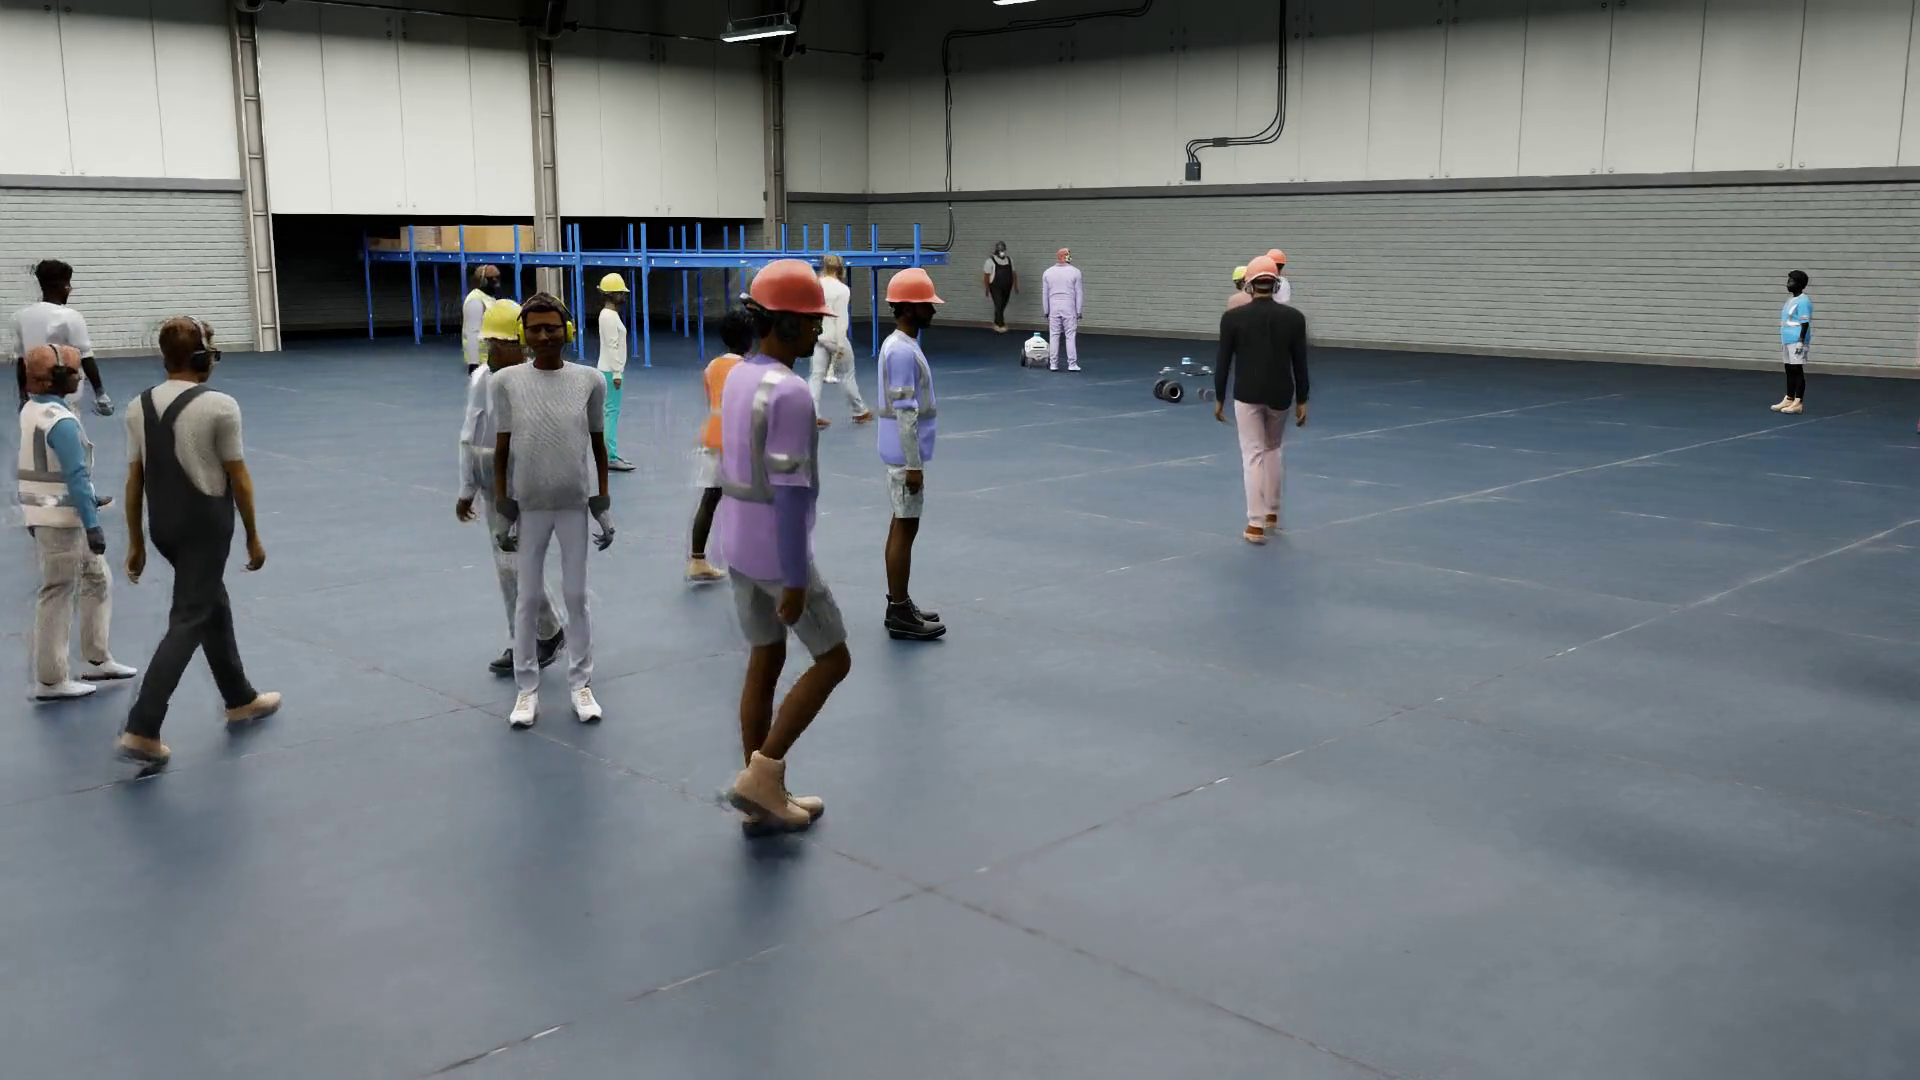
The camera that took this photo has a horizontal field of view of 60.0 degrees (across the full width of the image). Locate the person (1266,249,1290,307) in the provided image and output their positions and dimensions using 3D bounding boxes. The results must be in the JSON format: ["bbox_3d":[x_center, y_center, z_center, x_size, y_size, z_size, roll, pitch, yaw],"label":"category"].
[{"bbox_3d":[3.843,-2.593,20.440,0.354,1.942,0.545,-2,11,-13],"label":"person"}]

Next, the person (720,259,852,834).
[{"bbox_3d":[-0.622,0.040,5.836,0.418,2.025,0.621,-6,12,-30],"label":"person"}]

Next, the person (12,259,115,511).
[{"bbox_3d":[-6.521,-1.085,12.236,0.605,1.928,0.889,5,12,25],"label":"person"}]

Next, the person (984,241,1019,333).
[{"bbox_3d":[0.868,-5.573,36.536,0.683,2.000,0.996,-6,12,-28],"label":"person"}]

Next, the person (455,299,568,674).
[{"bbox_3d":[-2.141,-0.240,7.966,0.606,1.809,0.424,8,13,36],"label":"person"}]

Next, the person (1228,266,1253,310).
[{"bbox_3d":[3.400,-2.409,19.970,0.543,1.731,0.652,-5,12,-27],"label":"person"}]

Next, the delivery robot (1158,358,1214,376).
[{"bbox_3d":[2.911,-2.234,21.417,0.698,0.223,0.335,-2,11,-11],"label":"delivery robot"}]

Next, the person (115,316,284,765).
[{"bbox_3d":[-3.173,-0.010,6.800,0.498,1.799,0.980,4,11,20],"label":"person"}]

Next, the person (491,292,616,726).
[{"bbox_3d":[-1.759,-0.134,7.224,0.519,1.873,0.335,-3,11,-15],"label":"person"}]

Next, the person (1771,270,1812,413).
[{"bbox_3d":[9.971,-2.369,19.886,0.317,1.695,0.540,1,10,6],"label":"person"}]

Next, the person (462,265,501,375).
[{"bbox_3d":[-4.490,-1.765,16.254,0.784,1.815,0.661,0,10,-3],"label":"person"}]

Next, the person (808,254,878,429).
[{"bbox_3d":[-1.342,-2.194,18.371,0.647,1.890,0.980,9,14,42],"label":"person"}]

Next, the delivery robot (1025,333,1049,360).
[{"bbox_3d":[1.242,-3.110,26.900,0.477,0.478,0.707,0,10,-2],"label":"delivery robot"}]

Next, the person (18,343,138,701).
[{"bbox_3d":[-4.021,-0.087,7.622,0.599,1.617,0.549,-9,14,-40],"label":"person"}]

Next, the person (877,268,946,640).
[{"bbox_3d":[-0.259,-0.459,8.813,0.354,1.939,0.545,-1,10,-5],"label":"person"}]

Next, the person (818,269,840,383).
[{"bbox_3d":[-1.913,-3.093,24.023,0.508,1.634,0.333,8,13,36],"label":"person"}]

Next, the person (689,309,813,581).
[{"bbox_3d":[-1.339,-0.588,10.256,0.544,1.646,0.904,10,14,43],"label":"person"}]

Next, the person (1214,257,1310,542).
[{"bbox_3d":[2.106,-1.003,11.731,0.624,1.952,0.815,-1,10,-6],"label":"person"}]

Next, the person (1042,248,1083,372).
[{"bbox_3d":[1.615,-3.585,25.957,0.641,1.904,0.401,4,11,21],"label":"person"}]

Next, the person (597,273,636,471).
[{"bbox_3d":[-3.124,-1.521,15.073,0.311,1.768,0.533,-3,11,-15],"label":"person"}]
